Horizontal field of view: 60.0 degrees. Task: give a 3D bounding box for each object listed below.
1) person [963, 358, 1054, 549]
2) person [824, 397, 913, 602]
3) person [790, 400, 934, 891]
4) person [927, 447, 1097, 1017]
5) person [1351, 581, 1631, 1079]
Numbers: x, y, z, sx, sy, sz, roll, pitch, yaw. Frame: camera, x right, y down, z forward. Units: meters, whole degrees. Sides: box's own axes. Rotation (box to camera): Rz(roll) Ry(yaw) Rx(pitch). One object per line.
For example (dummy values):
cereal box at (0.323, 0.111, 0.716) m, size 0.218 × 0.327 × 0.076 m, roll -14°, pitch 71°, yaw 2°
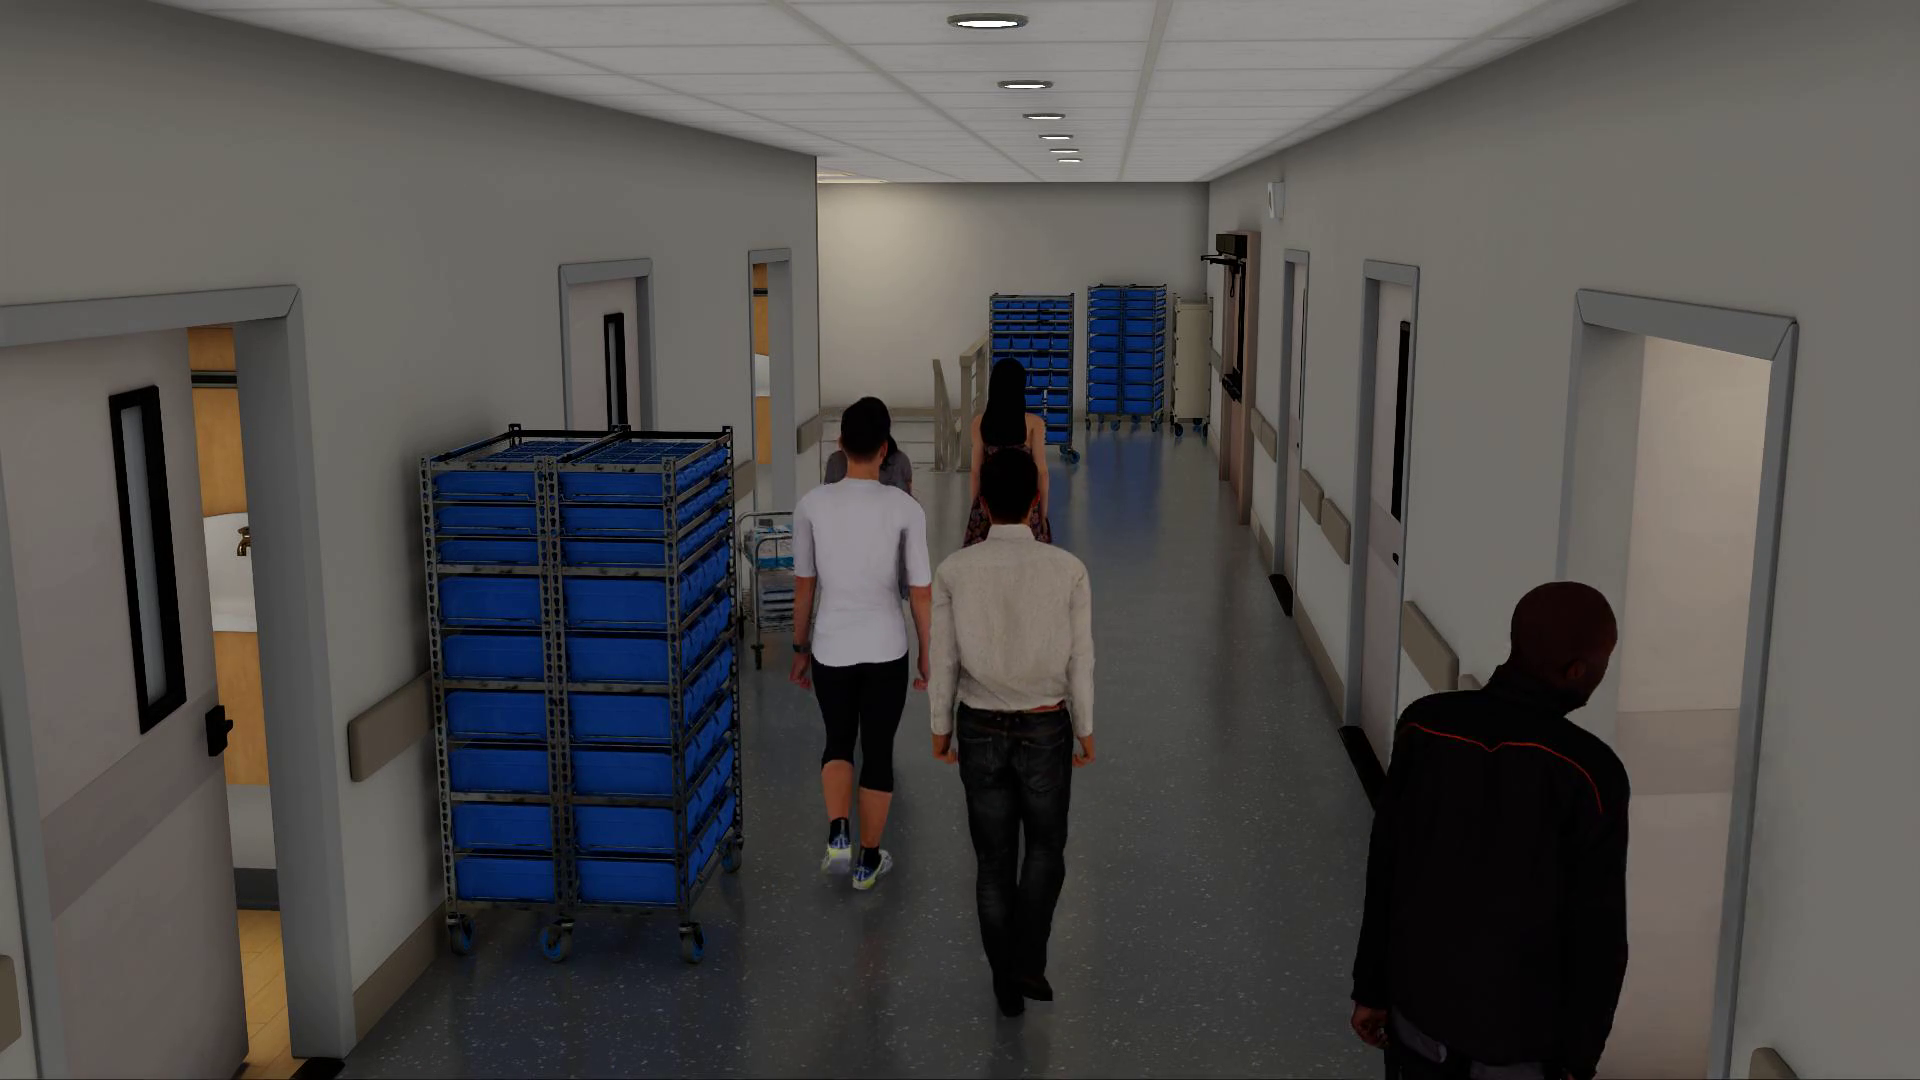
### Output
person at (0.261, -0.102, 9.021) m, size 0.672 × 1.774 × 0.675 m, roll 2°, pitch 11°, yaw 9°
person at (-0.466, 0.049, 8.743) m, size 0.631 × 1.580 × 1.011 m, roll 1°, pitch 11°, yaw 4°
person at (-0.380, 0.424, 6.079) m, size 0.697 × 1.836 × 0.729 m, roll 1°, pitch 11°, yaw 8°
person at (0.162, 0.629, 5.088) m, size 0.680 × 1.804 × 0.690 m, roll 1°, pitch 11°, yaw 4°
person at (1.018, 0.967, 3.347) m, size 0.981 × 1.788 × 1.066 m, roll 8°, pitch 13°, yaw 35°
